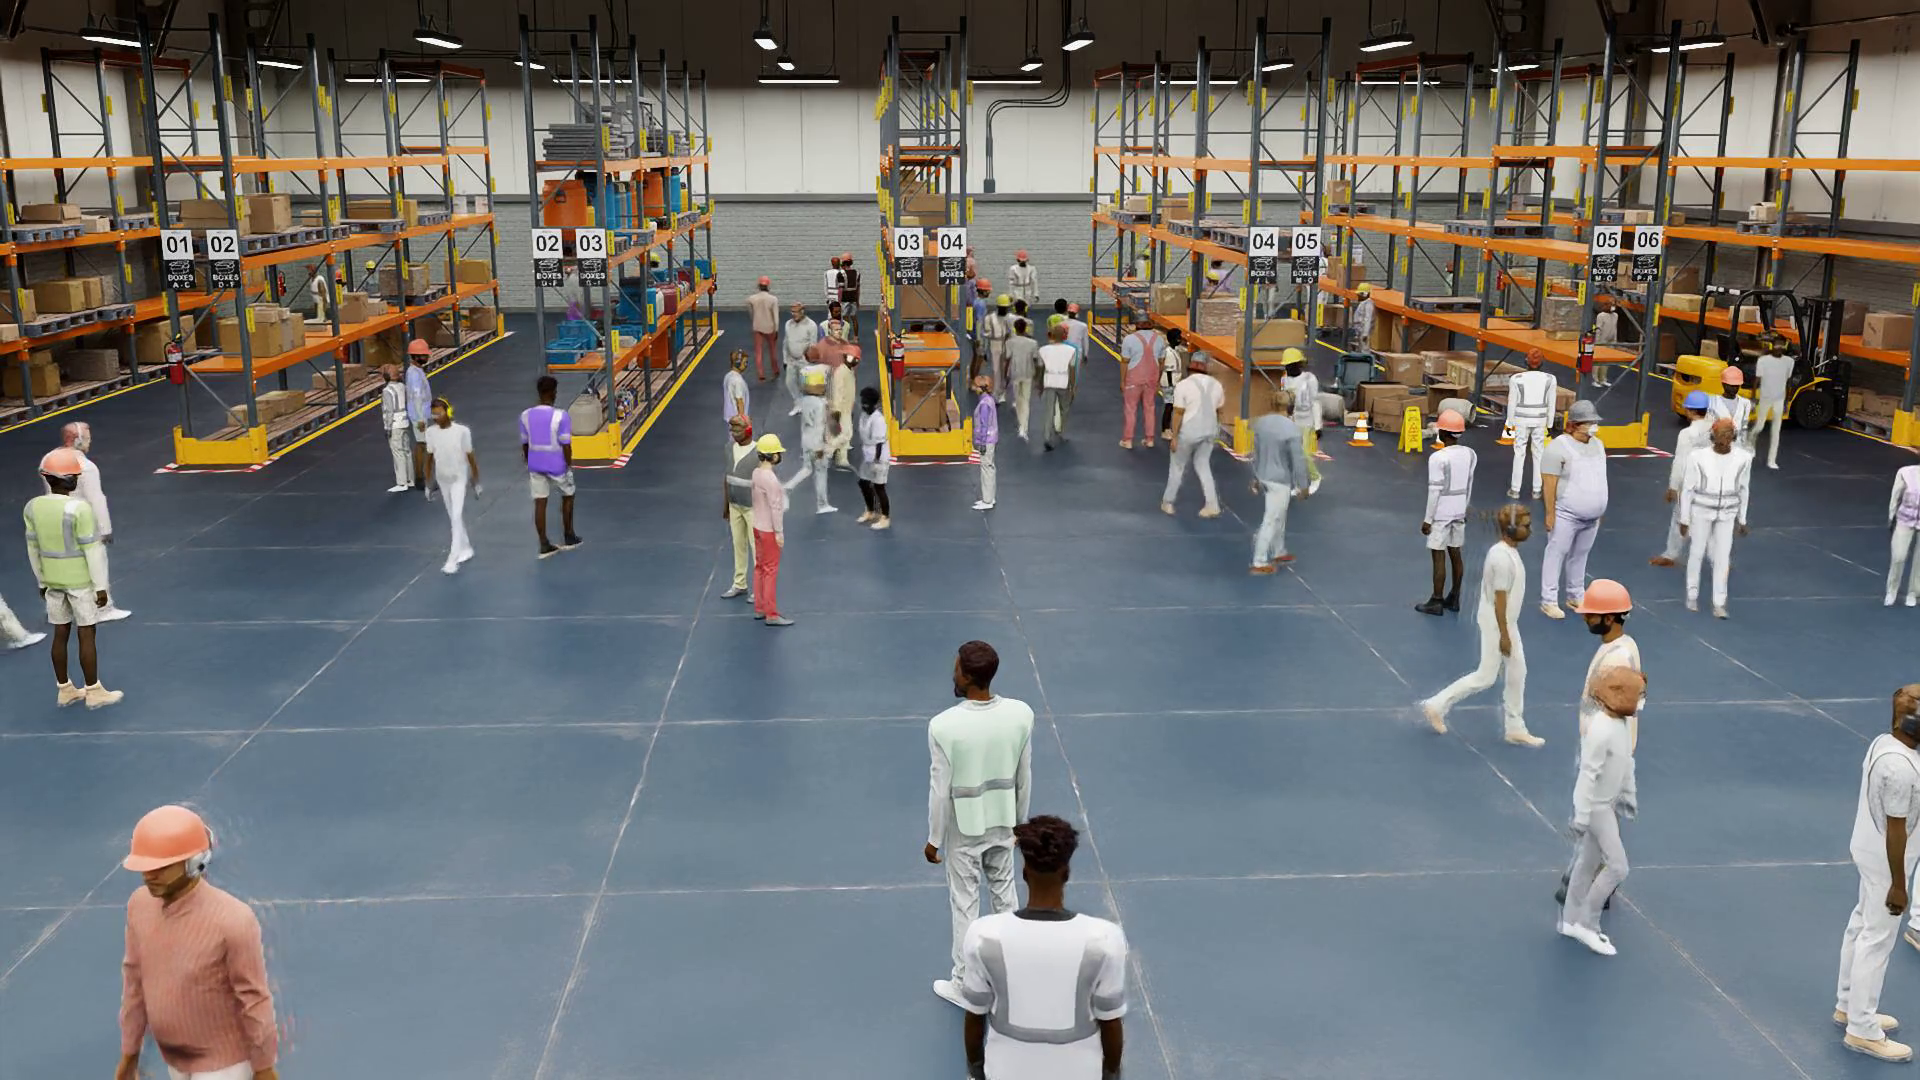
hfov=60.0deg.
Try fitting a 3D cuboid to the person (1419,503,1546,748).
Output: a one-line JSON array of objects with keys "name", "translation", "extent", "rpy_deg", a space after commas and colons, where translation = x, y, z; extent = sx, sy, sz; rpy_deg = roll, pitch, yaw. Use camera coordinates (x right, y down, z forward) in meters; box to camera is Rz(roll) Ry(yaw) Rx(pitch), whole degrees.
[{"name": "person", "translation": [3.865, 0.614, 12.146], "extent": [0.832, 1.823, 0.504], "rpy_deg": [7, 15, 27]}]

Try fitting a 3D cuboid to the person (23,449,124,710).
[{"name": "person", "translation": [-6.914, 0.306, 12.968], "extent": [0.615, 2.041, 0.392], "rpy_deg": [4, 14, 15]}]

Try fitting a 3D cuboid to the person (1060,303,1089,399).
[{"name": "person", "translation": [1.908, -3.193, 28.518], "extent": [0.579, 1.715, 0.808], "rpy_deg": [5, 14, 21]}]

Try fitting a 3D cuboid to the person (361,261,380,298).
[{"name": "person", "translation": [-13.540, -5.546, 38.348], "extent": [0.316, 1.769, 0.523], "rpy_deg": [7, 15, 27]}]

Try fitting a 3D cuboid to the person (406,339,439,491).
[{"name": "person", "translation": [-6.872, -1.602, 21.278], "extent": [0.373, 1.934, 0.551], "rpy_deg": [-4, 14, -15]}]

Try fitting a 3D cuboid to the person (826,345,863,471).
[{"name": "person", "translation": [-1.569, -1.775, 22.480], "extent": [0.492, 1.709, 0.632], "rpy_deg": [3, 14, 11]}]

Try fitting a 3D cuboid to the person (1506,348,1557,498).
[{"name": "person", "translation": [7.110, -1.449, 20.746], "extent": [0.575, 1.882, 0.355], "rpy_deg": [2, 13, 8]}]

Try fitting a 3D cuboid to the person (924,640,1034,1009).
[{"name": "person", "translation": [0.101, 1.439, 8.430], "extent": [0.593, 1.921, 0.388], "rpy_deg": [-8, 15, -30]}]

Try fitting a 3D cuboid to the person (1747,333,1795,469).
[{"name": "person", "translation": [11.168, -1.943, 22.936], "extent": [0.520, 1.848, 0.802], "rpy_deg": [2, 13, 8]}]

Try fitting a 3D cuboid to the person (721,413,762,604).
[{"name": "person", "translation": [-2.049, -0.315, 16.037], "extent": [0.563, 1.838, 0.389], "rpy_deg": [9, 16, 35]}]

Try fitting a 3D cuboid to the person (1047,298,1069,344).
[{"name": "person", "translation": [1.774, -3.458, 29.663], "extent": [0.319, 1.692, 0.533], "rpy_deg": [-12, 18, -42]}]

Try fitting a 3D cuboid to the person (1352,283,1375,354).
[{"name": "person", "translation": [7.613, -3.937, 31.410], "extent": [0.403, 1.825, 0.589], "rpy_deg": [0, 13, 1]}]

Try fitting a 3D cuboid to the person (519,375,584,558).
[{"name": "person", "translation": [-4.371, -0.815, 17.917], "extent": [0.626, 1.938, 0.785], "rpy_deg": [3, 14, 13]}]

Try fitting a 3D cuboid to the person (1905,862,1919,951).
[{"name": "person", "translation": [5.453, 1.337, 8.959], "extent": [0.578, 1.878, 0.343], "rpy_deg": [-2, 13, -8]}]

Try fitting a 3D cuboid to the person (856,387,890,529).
[{"name": "person", "translation": [-0.979, -0.932, 18.997], "extent": [0.407, 1.666, 0.572], "rpy_deg": [-7, 15, -27]}]

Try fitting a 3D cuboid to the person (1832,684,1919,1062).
[{"name": "person", "translation": [4.483, 1.577, 8.019], "extent": [0.345, 1.840, 0.504], "rpy_deg": [5, 14, 19]}]

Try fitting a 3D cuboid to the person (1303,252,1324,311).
[{"name": "person", "translation": [9.428, -7.011, 44.406], "extent": [0.624, 1.841, 0.430], "rpy_deg": [-6, 14, -23]}]

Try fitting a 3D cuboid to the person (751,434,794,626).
[{"name": "person", "translation": [-1.740, -0.096, 15.261], "extent": [0.315, 1.770, 0.524], "rpy_deg": [-7, 15, -26]}]

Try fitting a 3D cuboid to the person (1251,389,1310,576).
[{"name": "person", "translation": [3.326, -0.597, 17.065], "extent": [0.855, 1.906, 0.630], "rpy_deg": [-6, 15, -25]}]

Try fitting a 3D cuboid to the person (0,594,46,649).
[{"name": "person", "translation": [-8.461, 0.228, 14.268], "extent": [0.890, 1.582, 0.527], "rpy_deg": [-12, 18, -42]}]

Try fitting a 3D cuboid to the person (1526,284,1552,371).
[{"name": "person", "translation": [10.884, -3.892, 31.212], "extent": [0.367, 1.838, 0.667], "rpy_deg": [3, 14, 13]}]

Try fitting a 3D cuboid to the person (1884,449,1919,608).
[{"name": "person", "translation": [9.051, -0.130, 15.726], "extent": [0.514, 1.604, 0.560], "rpy_deg": [9, 16, 34]}]

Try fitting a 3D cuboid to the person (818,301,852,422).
[{"name": "person", "translation": [-2.003, -2.871, 26.694], "extent": [0.591, 1.919, 0.392], "rpy_deg": [-12, 18, -40]}]

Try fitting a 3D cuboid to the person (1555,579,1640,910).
[{"name": "person", "translation": [3.682, 1.168, 9.577], "extent": [0.392, 1.925, 0.548], "rpy_deg": [6, 14, 23]}]

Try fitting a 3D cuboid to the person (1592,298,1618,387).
[{"name": "person", "translation": [11.838, -3.618, 30.468], "extent": [0.507, 1.631, 0.268], "rpy_deg": [-7, 15, -26]}]

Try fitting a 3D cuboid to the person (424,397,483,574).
[{"name": "person", "translation": [-5.288, -0.585, 17.260], "extent": [0.550, 1.802, 0.991], "rpy_deg": [2, 13, 9]}]

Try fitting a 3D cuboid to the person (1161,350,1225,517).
[{"name": "person", "translation": [2.791, -1.290, 19.732], "extent": [0.751, 2.000, 0.823], "rpy_deg": [-7, 15, -27]}]

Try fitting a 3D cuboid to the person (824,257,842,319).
[{"name": "person", "translation": [-2.827, -5.502, 37.913], "extent": [0.586, 1.882, 0.343], "rpy_deg": [9, 16, 35]}]

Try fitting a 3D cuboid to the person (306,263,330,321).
[{"name": "person", "translation": [-14.271, -5.271, 37.082], "extent": [0.464, 1.818, 0.588], "rpy_deg": [-8, 16, -32]}]

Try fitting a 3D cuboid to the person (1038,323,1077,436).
[{"name": "person", "translation": [1.480, -2.464, 25.460], "extent": [0.592, 1.687, 0.952], "rpy_deg": [-2, 13, -7]}]

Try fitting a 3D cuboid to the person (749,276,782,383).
[{"name": "person", "translation": [-3.642, -3.982, 31.319], "extent": [0.613, 1.943, 1.018], "rpy_deg": [2, 13, 9]}]

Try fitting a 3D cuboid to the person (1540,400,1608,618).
[{"name": "person", "translation": [5.754, -0.288, 15.488], "extent": [0.689, 2.000, 0.539], "rpy_deg": [-6, 15, -25]}]

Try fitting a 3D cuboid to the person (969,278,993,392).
[{"name": "person", "translation": [0.380, -3.676, 29.871], "extent": [0.436, 2.032, 0.636], "rpy_deg": [-1, 13, -3]}]

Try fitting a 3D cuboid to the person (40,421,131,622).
[{"name": "person", "translation": [-8.022, -0.157, 15.251], "extent": [0.693, 1.892, 0.483], "rpy_deg": [6, 15, 23]}]
